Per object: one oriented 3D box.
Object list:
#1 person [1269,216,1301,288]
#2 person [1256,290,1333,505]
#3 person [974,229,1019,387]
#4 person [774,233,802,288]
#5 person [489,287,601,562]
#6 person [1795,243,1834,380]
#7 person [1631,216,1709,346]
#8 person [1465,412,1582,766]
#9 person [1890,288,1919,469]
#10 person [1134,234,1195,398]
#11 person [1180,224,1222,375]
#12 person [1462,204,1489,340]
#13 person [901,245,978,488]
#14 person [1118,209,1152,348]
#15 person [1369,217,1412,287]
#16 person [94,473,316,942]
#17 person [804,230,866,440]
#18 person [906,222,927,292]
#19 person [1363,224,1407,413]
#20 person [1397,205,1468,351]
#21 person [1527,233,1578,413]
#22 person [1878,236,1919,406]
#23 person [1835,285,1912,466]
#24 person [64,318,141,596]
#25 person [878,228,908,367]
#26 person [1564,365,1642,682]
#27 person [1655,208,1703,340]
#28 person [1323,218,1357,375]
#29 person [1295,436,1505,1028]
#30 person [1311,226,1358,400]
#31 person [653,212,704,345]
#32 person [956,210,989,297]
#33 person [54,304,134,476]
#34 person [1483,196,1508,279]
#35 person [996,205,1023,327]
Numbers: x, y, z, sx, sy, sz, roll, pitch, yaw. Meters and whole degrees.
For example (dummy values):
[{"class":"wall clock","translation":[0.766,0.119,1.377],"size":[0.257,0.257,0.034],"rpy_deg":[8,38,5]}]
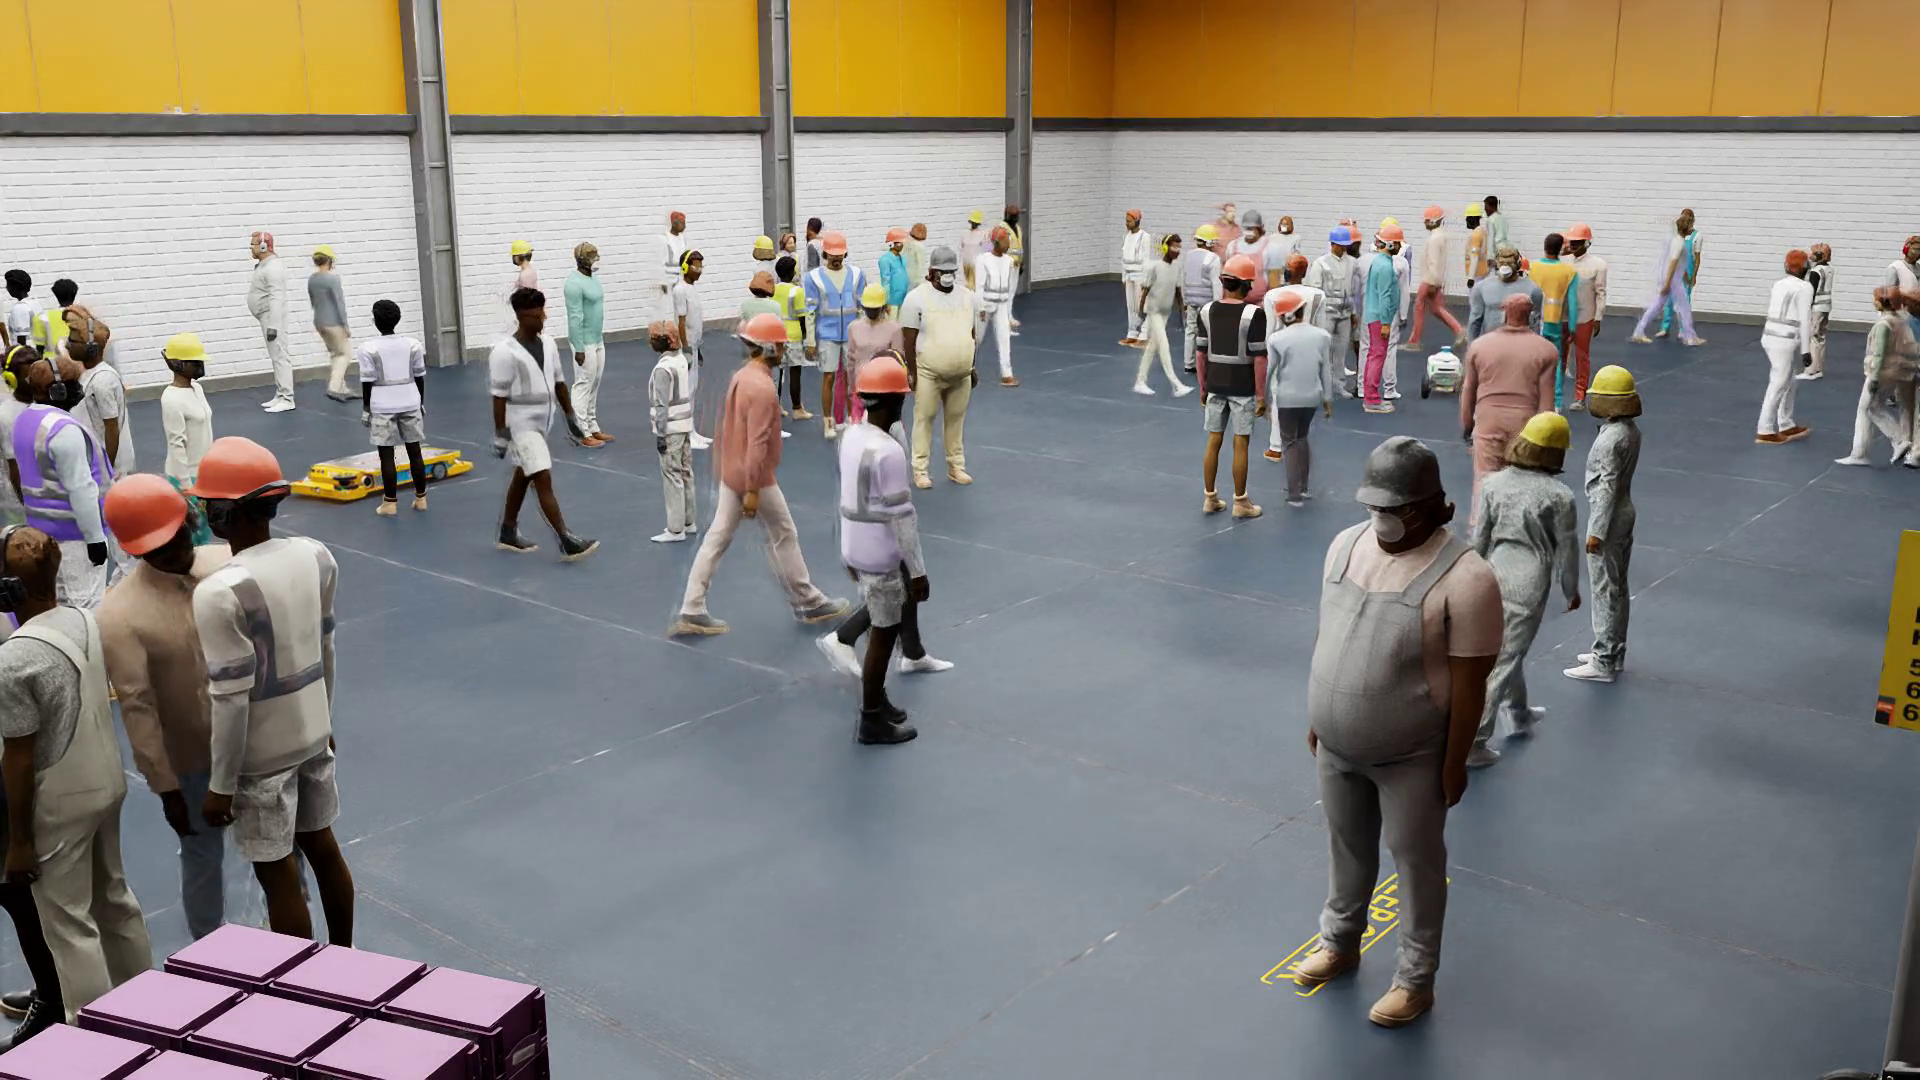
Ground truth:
[{"class":"person","translation":[5.014,-4.190,25.743],"size":[0.502,1.631,0.284],"rpy_deg":[1,14,3]},{"class":"person","translation":[2.691,-1.154,13.439],"size":[0.592,1.712,0.576],"rpy_deg":[-5,15,-18]},{"class":"person","translation":[0.370,-2.745,19.594],"size":[0.604,1.827,1.036],"rpy_deg":[-8,16,-28]},{"class":"person","translation":[-2.261,-3.192,21.767],"size":[0.322,1.632,0.521],"rpy_deg":[10,17,35]},{"class":"person","translation":[-2.931,-0.810,11.648],"size":[0.984,1.910,0.633],"rpy_deg":[5,15,20]},{"class":"person","translation":[10.256,-2.731,19.923],"size":[0.507,1.629,0.318],"rpy_deg":[-12,18,-40]},{"class":"person","translation":[9.850,-3.573,22.981],"size":[0.993,1.798,0.511],"rpy_deg":[2,14,9]},{"class":"person","translation":[2.729,0.221,7.989],"size":[0.896,1.688,0.496],"rpy_deg":[-10,17,-35]},{"class":"person","translation":[8.558,-1.451,14.885],"size":[0.540,1.587,0.843],"rpy_deg":[9,17,32]},{"class":"person","translation":[2.312,-2.491,18.585],"size":[0.532,1.810,0.973],"rpy_deg":[-13,19,-42]},{"class":"person","translation":[2.942,-2.894,20.162],"size":[0.404,1.830,0.601],"rpy_deg":[-12,18,-40]},{"class":"person","translation":[7.279,-3.796,23.605],"size":[0.420,1.915,0.588],"rpy_deg":[6,15,22]},{"class":"person","translation":[-0.124,-1.456,13.993],"size":[0.684,2.000,0.535],"rpy_deg":[-7,16,-25]},{"class":"person","translation":[2.410,-3.594,22.871],"size":[0.349,1.879,0.582],"rpy_deg":[-8,16,-29]},{"class":"person","translation":[5.585,-3.299,21.785],"size":[0.600,1.827,0.403],"rpy_deg":[8,16,29]},{"class":"person","translation":[-2.524,0.697,5.605],"size":[0.504,1.940,0.700],"rpy_deg":[9,17,33]},{"class":"person","translation":[-1.183,-1.967,16.074],"size":[0.610,2.029,0.408],"rpy_deg":[-6,15,-22]},{"class":"person","translation":[-0.647,-3.817,24.282],"size":[0.366,1.614,0.524],"rpy_deg":[-7,16,-27]},{"class":"person","translation":[4.500,-2.349,17.680],"size":[0.402,1.986,0.611],"rpy_deg":[1,14,6]},{"class":"person","translation":[6.413,-3.500,22.326],"size":[0.868,1.966,0.628],"rpy_deg":[7,16,25]},{"class":"person","translation":[6.178,-2.287,17.610],"size":[0.643,1.904,0.426],"rpy_deg":[5,15,21]},{"class":"person","translation":[10.244,-2.391,18.139],"size":[0.563,1.838,0.390],"rpy_deg":[-8,16,-30]},{"class":"person","translation":[8.235,-1.451,14.812],"size":[0.506,1.626,0.539],"rpy_deg":[14,19,43]},{"class":"person","translation":[-5.387,-0.475,10.468],"size":[0.345,1.847,0.507],"rpy_deg":[-9,17,-32]},{"class":"person","translation":[-0.801,-3.016,20.807],"size":[0.325,1.752,0.563],"rpy_deg":[6,15,23]},{"class":"person","translation":[3.544,-0.091,9.144],"size":[0.324,1.740,0.492],"rpy_deg":[10,17,34]},{"class":"person","translation":[10.262,-3.787,23.704],"size":[0.508,1.847,0.345],"rpy_deg":[12,18,39]},{"class":"person","translation":[4.679,-2.968,20.334],"size":[0.395,1.900,0.647],"rpy_deg":[-4,15,-15]},{"class":"person","translation":[1.436,0.630,5.657],"size":[0.536,2.000,0.681],"rpy_deg":[-10,17,-36]},{"class":"person","translation":[4.141,-2.503,18.408],"size":[0.615,1.933,0.419],"rpy_deg":[-7,16,-27]},{"class":"person","translation":[-3.944,-3.562,22.840],"size":[0.683,1.840,0.602],"rpy_deg":[8,16,30]},{"class":"person","translation":[0.228,-4.333,26.175],"size":[0.534,1.708,0.899],"rpy_deg":[9,17,31]},{"class":"person","translation":[-7.098,-1.134,13.618],"size":[0.526,1.599,0.882],"rpy_deg":[0,14,-1]},{"class":"person","translation":[8.605,-4.620,26.960],"size":[0.645,1.878,0.691],"rpy_deg":[10,17,35]},{"class":"person","translation":[0.769,-4.160,25.239],"size":[0.470,1.830,0.649],"rpy_deg":[10,17,35]}]
